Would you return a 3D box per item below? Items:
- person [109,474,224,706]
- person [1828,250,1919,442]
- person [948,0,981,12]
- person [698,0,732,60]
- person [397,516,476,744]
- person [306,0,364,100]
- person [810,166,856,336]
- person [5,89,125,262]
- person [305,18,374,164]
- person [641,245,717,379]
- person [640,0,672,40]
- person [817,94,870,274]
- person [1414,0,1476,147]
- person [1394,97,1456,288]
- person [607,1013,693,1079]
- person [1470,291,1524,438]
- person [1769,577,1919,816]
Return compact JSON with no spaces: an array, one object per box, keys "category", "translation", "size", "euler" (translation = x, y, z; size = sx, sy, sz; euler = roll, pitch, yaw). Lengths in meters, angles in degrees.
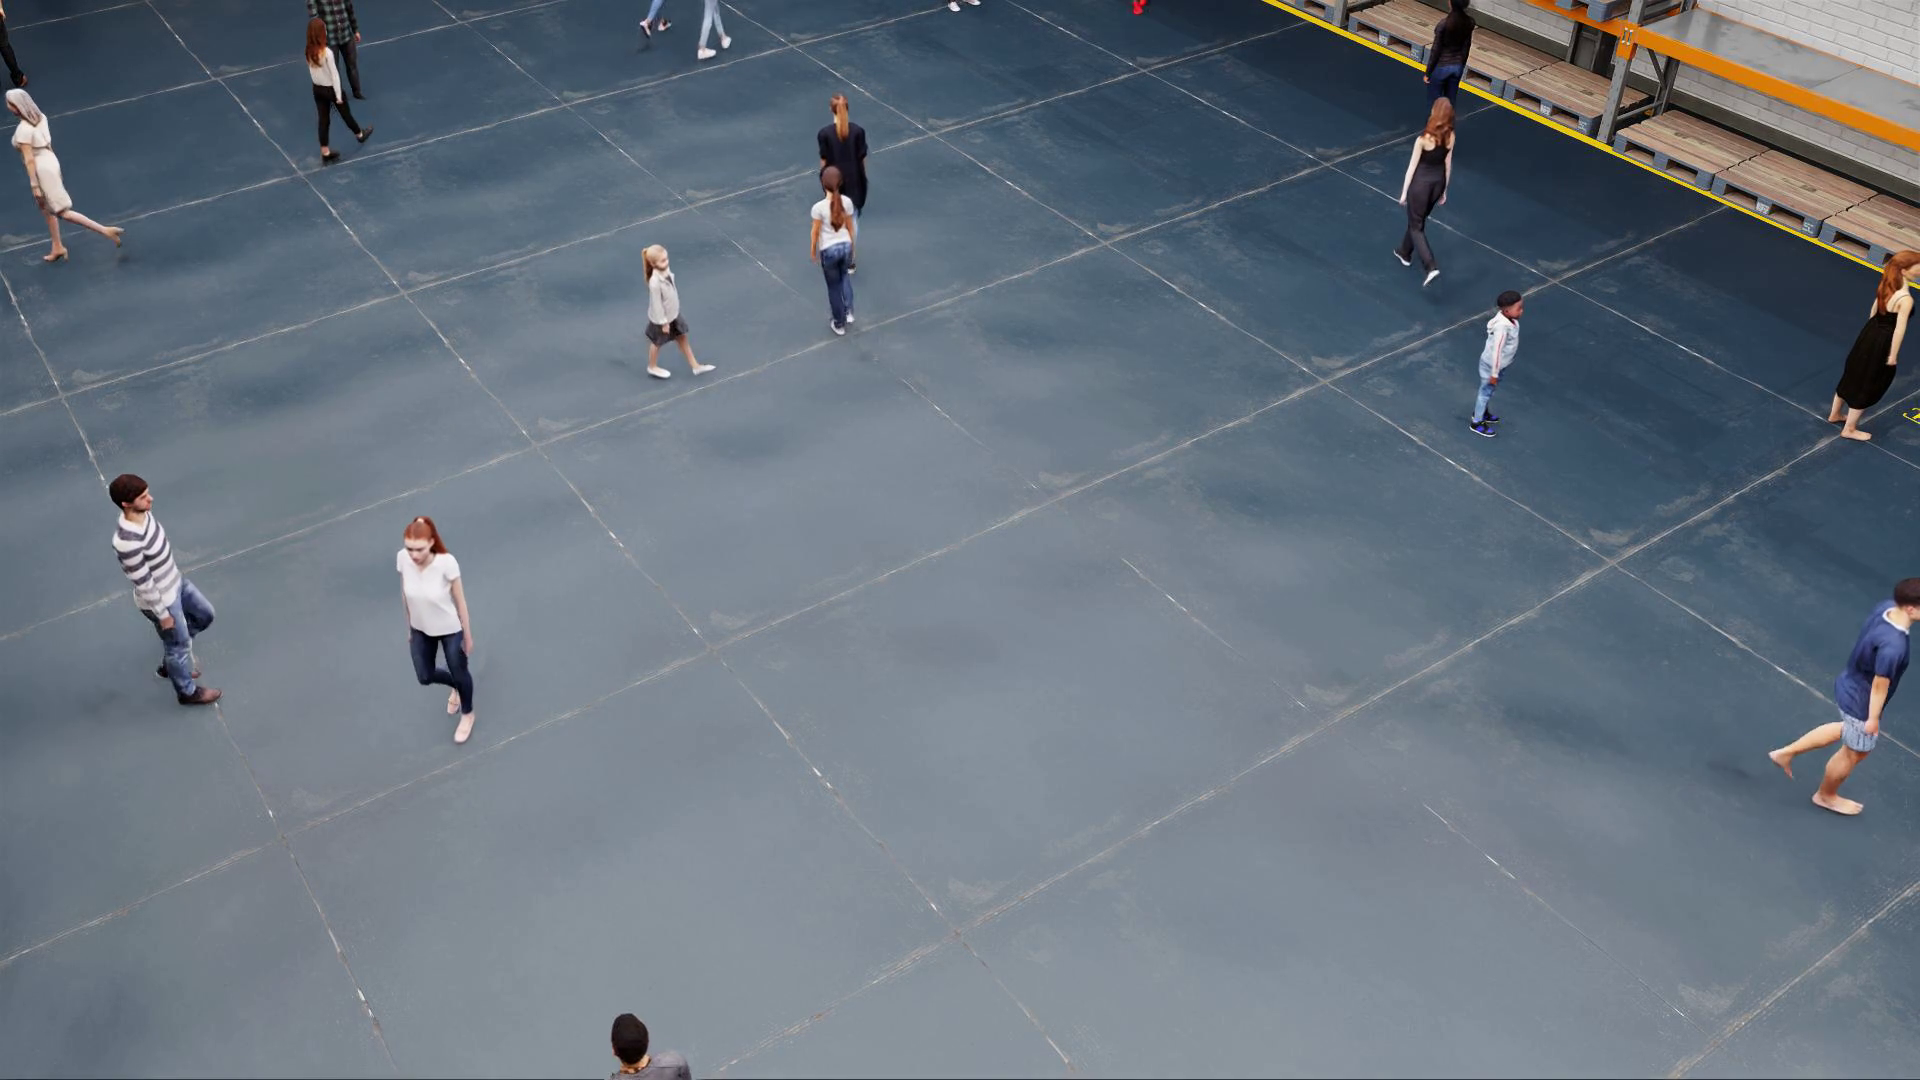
[{"category":"person","translation":[-5.233,0.348,10.690],"size":[0.839,1.836,0.760],"euler":[-8,39,-9]},{"category":"person","translation":[7.304,-1.569,13.259],"size":[0.734,1.626,0.656],"euler":[-1,39,-1]},{"category":"person","translation":[0.031,-7.518,20.528],"size":[0.682,1.850,0.539],"euler":[-26,46,-29]},{"category":"person","translation":[-2.985,-6.398,19.272],"size":[0.914,1.667,0.936],"euler":[14,41,17]},{"category":"person","translation":[-3.268,0.510,10.572],"size":[0.757,1.730,0.817],"euler":[6,39,7]},{"category":"person","translation":[-6.900,-5.610,18.358],"size":[0.693,1.714,0.534],"euler":[-27,46,-30]},{"category":"person","translation":[-1.062,-2.487,14.466],"size":[0.557,1.554,0.603],"euler":[-17,42,-20]},{"category":"person","translation":[-8.355,-3.335,15.401],"size":[1.015,1.713,1.090],"euler":[-3,39,-3]},{"category":"person","translation":[-6.601,-4.620,17.227],"size":[0.994,1.442,0.956],"euler":[14,41,17]},{"category":"person","translation":[-2.543,-1.906,13.982],"size":[0.903,1.250,0.798],"euler":[11,40,14]},{"category":"person","translation":[-3.689,-6.755,19.776],"size":[1.017,1.596,0.984],"euler":[14,41,16]},{"category":"person","translation":[-1.052,-3.266,15.371],"size":[1.027,1.641,1.200],"euler":[-1,39,-1]},{"category":"person","translation":[5.057,-4.868,17.293],"size":[0.685,1.747,0.647],"euler":[-12,40,-15]},{"category":"person","translation":[4.289,-3.145,15.158],"size":[0.832,1.719,1.169],"euler":[-10,40,-12]},{"category":"person","translation":[-1.372,2.853,7.654],"size":[0.651,1.711,1.110],"euler":[-22,44,-25]},{"category":"person","translation":[4.323,-1.454,13.408],"size":[0.598,1.260,0.558],"euler":[15,41,18]},{"category":"person","translation":[5.351,0.914,9.983],"size":[0.971,1.835,0.885],"euler":[11,40,14]}]
